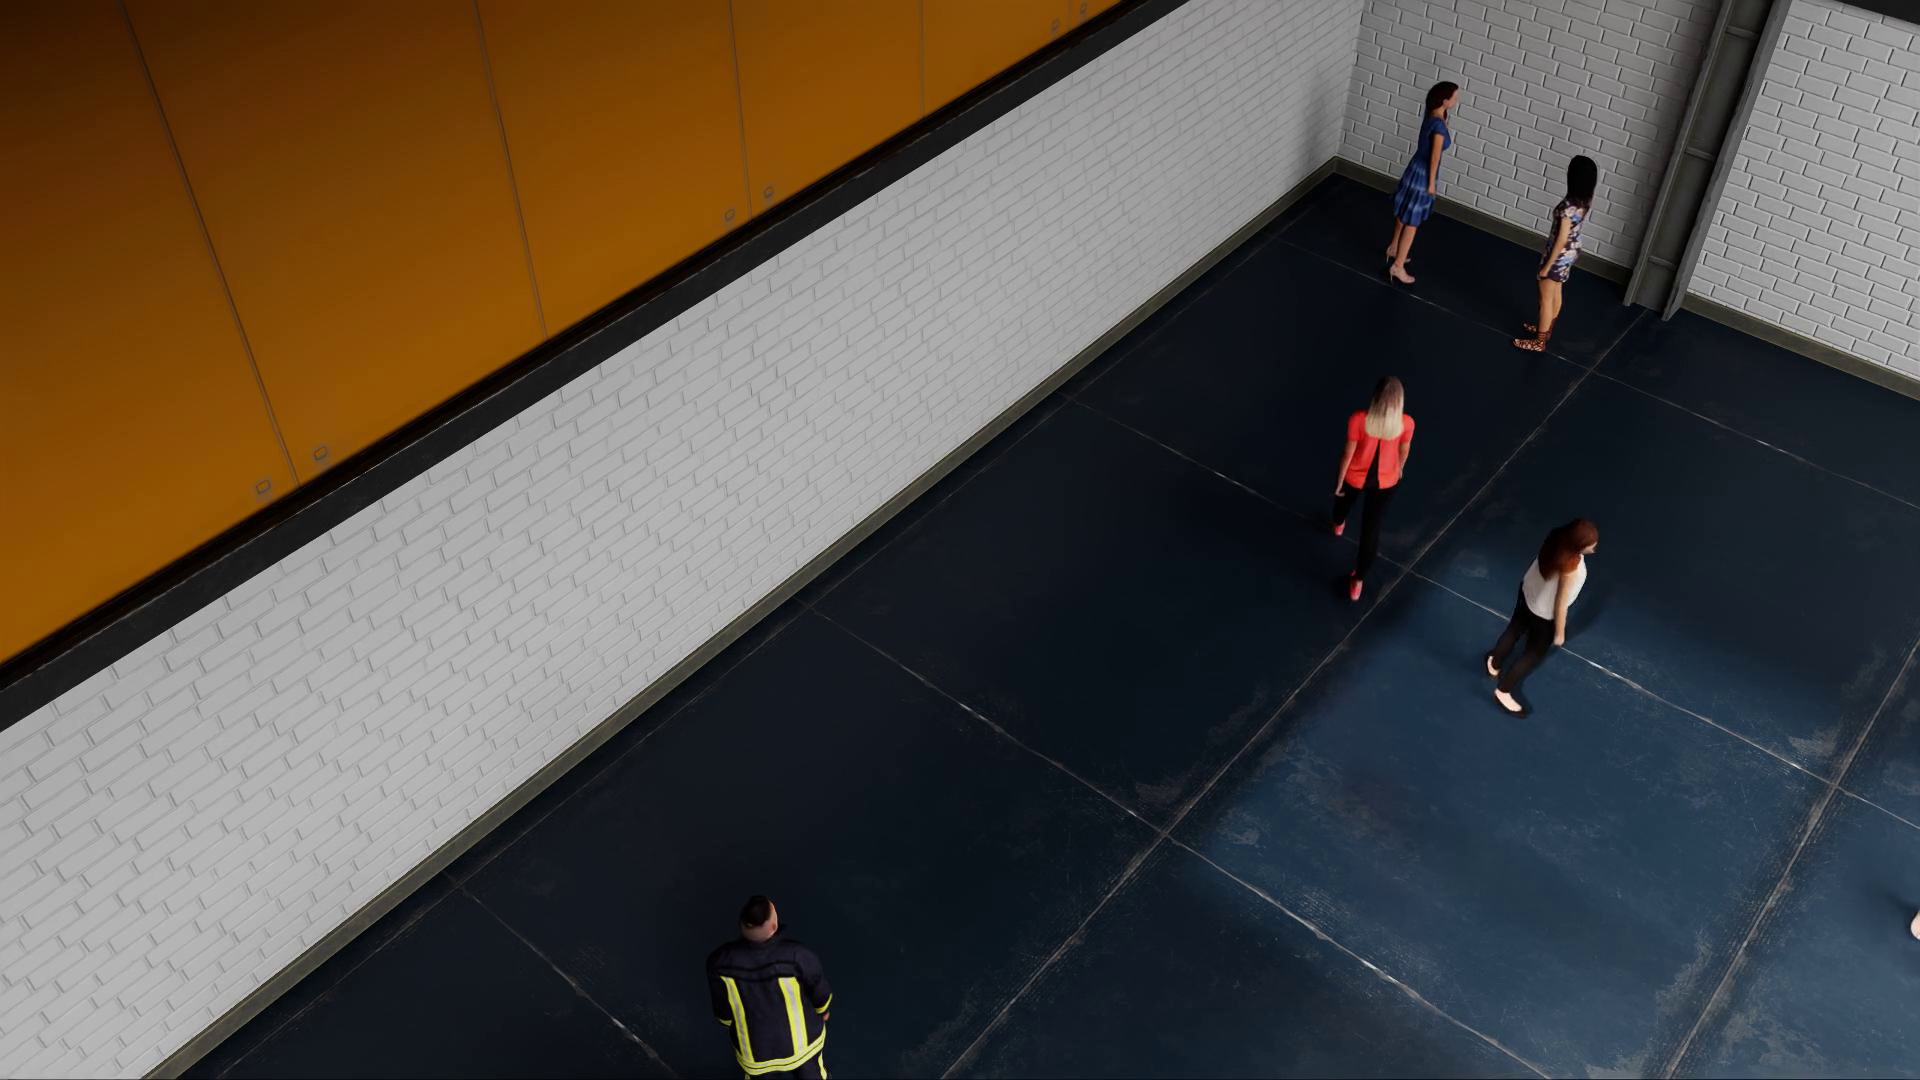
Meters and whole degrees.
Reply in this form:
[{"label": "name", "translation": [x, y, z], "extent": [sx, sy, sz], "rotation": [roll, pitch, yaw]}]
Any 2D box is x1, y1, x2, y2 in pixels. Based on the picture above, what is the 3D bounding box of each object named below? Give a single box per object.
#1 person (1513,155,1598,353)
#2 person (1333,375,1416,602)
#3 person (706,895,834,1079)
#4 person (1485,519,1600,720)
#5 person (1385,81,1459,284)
[{"label": "person", "translation": [4.731, -2.253, 13.123], "extent": [0.523, 1.735, 0.591], "rotation": [27, 50, 26]}, {"label": "person", "translation": [2.752, -0.328, 11.169], "extent": [1.159, 1.645, 1.054], "rotation": [7, 44, 7]}, {"label": "person", "translation": [-0.920, 2.329, 8.217], "extent": [0.868, 1.868, 0.934], "rotation": [-2, 44, -2]}, {"label": "person", "translation": [3.581, 0.373, 10.398], "extent": [0.814, 1.693, 0.800], "rotation": [-8, 44, -8]}, {"label": "person", "translation": [3.841, -2.985, 13.843], "extent": [0.809, 1.803, 0.783], "rotation": [3, 44, 3]}]
